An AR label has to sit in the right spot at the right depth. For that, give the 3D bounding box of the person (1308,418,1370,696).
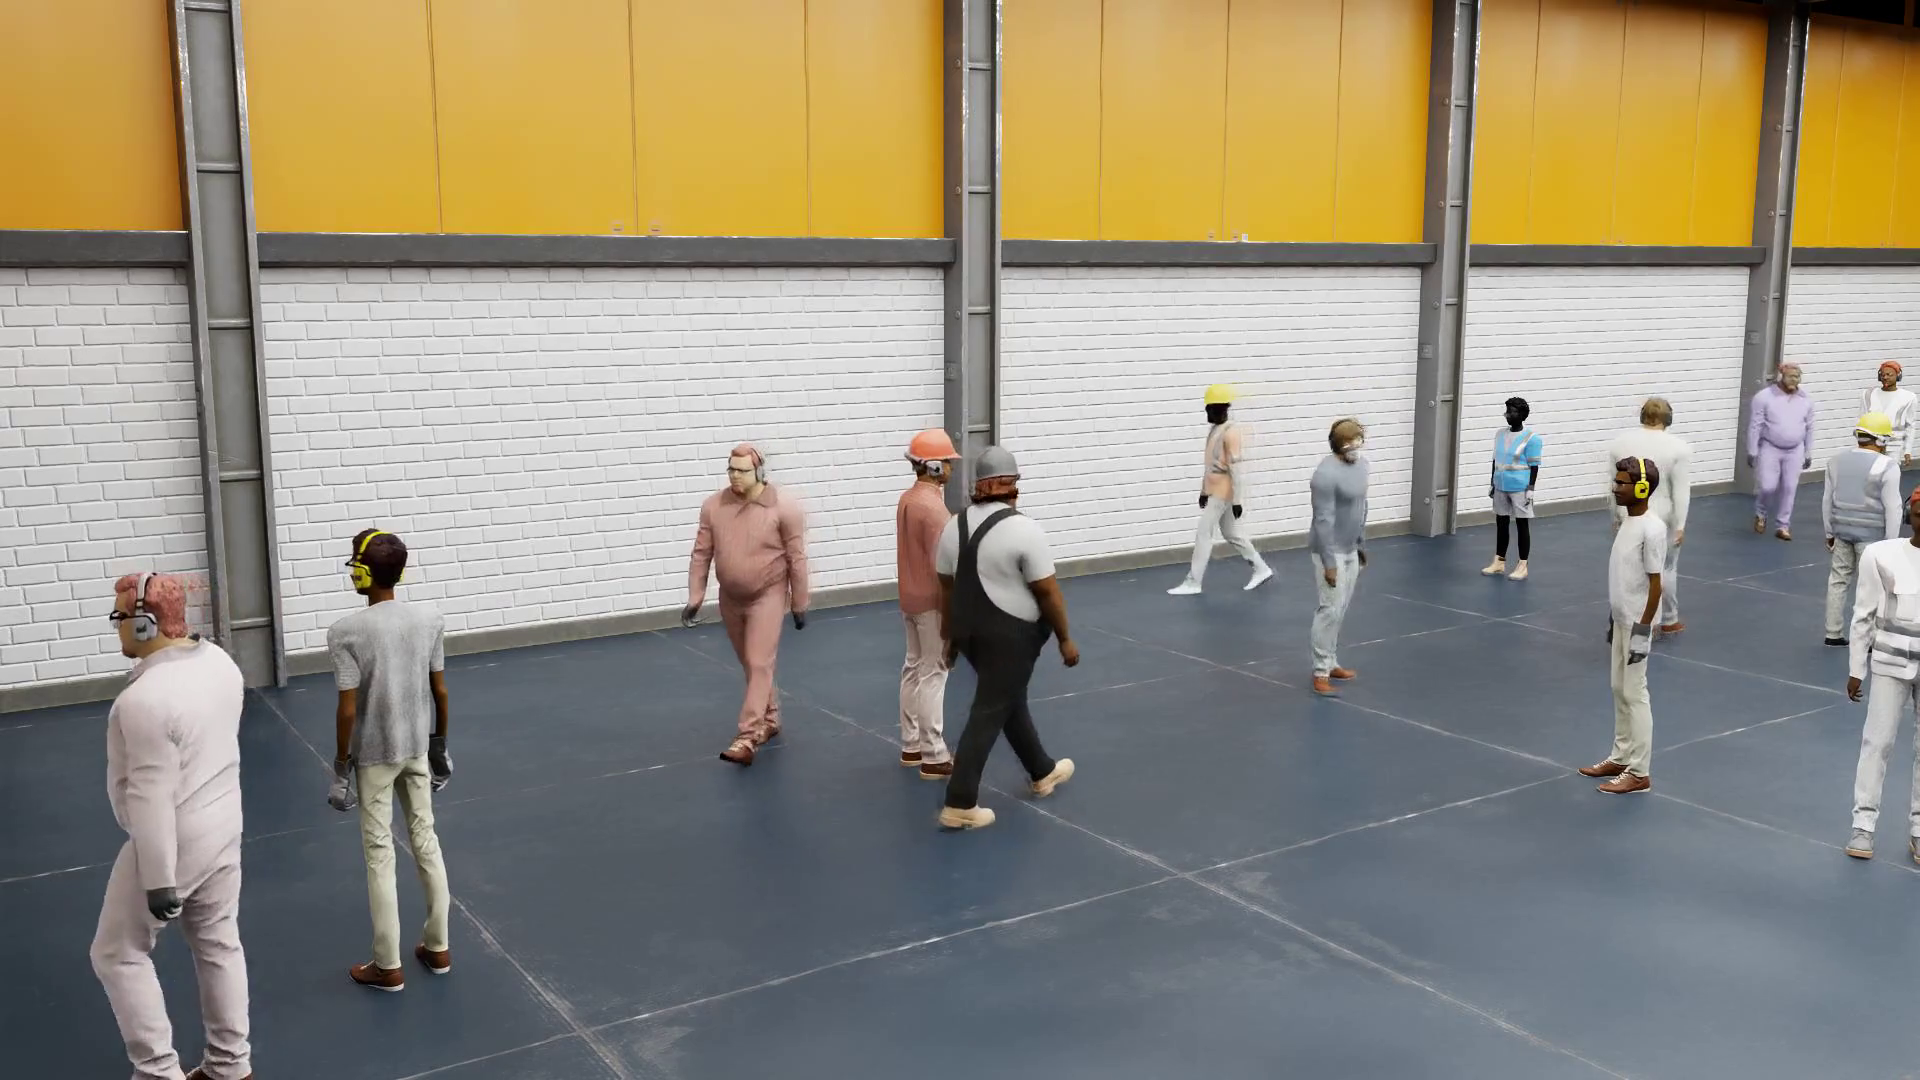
[{"bbox_3d":[2.561,0.104,11.336,0.428,1.898,0.691,7,12,37],"label":"person"}]

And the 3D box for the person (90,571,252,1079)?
[{"bbox_3d":[-2.770,1.036,5.728,0.567,1.891,0.651,1,9,6],"label":"person"}]

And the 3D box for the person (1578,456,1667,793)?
[{"bbox_3d":[3.696,0.467,9.206,0.325,1.871,0.521,1,9,3],"label":"person"}]

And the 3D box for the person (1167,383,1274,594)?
[{"bbox_3d":[2.352,-0.450,14.713,0.968,1.891,0.603,-1,9,-4],"label":"person"}]

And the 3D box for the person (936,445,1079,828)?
[{"bbox_3d":[0.236,0.451,8.792,1.064,2.000,0.699,-7,12,-36],"label":"person"}]

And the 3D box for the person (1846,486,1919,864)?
[{"bbox_3d":[4.645,0.645,8.093,0.583,1.882,0.337,4,10,22],"label":"person"}]

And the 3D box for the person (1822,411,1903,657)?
[{"bbox_3d":[6.756,-0.050,12.441,0.403,1.827,0.601,-4,10,-25],"label":"person"}]

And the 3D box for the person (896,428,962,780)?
[{"bbox_3d":[-0.167,0.360,9.477,0.375,1.996,0.608,-4,10,-22],"label":"person"}]

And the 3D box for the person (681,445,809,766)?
[{"bbox_3d":[-1.277,0.373,9.806,0.658,1.862,0.966,4,10,23],"label":"person"}]

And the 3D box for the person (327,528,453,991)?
[{"bbox_3d":[-2.304,0.880,6.715,0.315,1.871,0.534,8,12,41],"label":"person"}]

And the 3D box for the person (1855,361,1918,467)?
[{"bbox_3d":[9.930,-0.982,17.896,0.574,1.883,0.355,8,12,41],"label":"person"}]

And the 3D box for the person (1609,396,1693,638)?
[{"bbox_3d":[5.355,-0.158,12.864,0.647,1.901,0.909,9,13,42],"label":"person"}]

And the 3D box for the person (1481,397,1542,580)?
[{"bbox_3d":[5.132,-0.481,15.438,0.319,1.697,0.533,-6,11,-31],"label":"person"}]

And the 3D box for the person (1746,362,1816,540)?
[{"bbox_3d":[8.710,-0.940,17.623,0.671,1.890,0.438,1,10,8],"label":"person"}]
